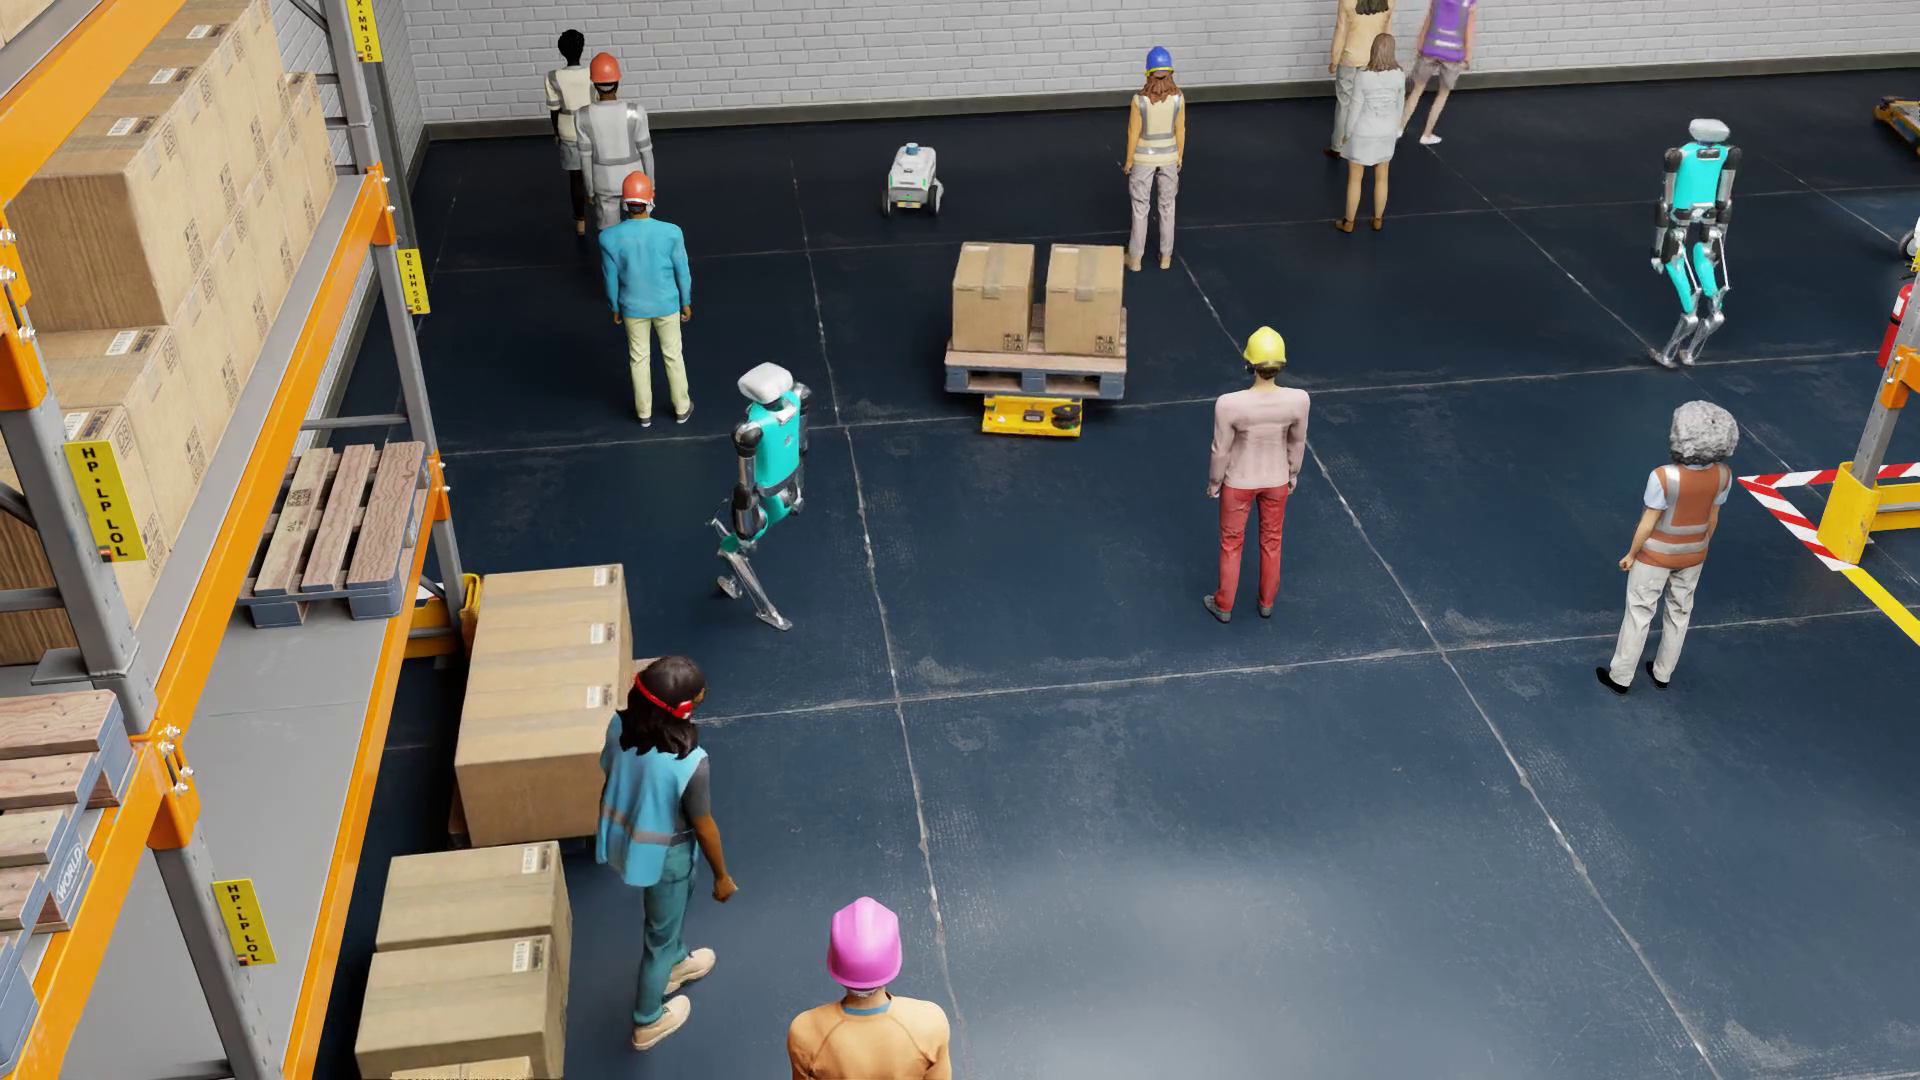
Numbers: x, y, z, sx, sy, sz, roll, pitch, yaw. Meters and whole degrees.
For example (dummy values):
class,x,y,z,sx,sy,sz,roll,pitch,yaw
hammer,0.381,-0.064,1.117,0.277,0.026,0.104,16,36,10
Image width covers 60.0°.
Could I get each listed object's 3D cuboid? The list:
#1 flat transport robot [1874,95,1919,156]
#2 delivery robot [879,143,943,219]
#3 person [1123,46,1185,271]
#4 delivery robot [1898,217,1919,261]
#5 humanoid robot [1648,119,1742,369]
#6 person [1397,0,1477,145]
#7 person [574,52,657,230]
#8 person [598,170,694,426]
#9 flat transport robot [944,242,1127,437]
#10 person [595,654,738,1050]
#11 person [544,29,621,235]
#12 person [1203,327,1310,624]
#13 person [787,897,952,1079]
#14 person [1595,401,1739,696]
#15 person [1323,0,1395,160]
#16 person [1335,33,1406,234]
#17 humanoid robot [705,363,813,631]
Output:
class,x,y,z,sx,sy,sz,roll,pitch,yaw
flat transport robot,9.307,-3.893,15.818,0.659,0.231,1.431,3,33,5
delivery robot,-0.415,-3.112,14.368,0.499,0.604,0.776,3,33,5
person,1.522,-2.972,13.025,0.462,1.779,0.305,-5,33,-7
delivery robot,8.006,-2.418,13.270,0.739,0.566,0.499,-5,33,-7
humanoid robot,5.088,-1.971,11.453,0.542,1.693,0.772,-3,33,-5
person,4.460,-4.515,15.498,0.629,1.655,0.360,21,38,28
person,-2.541,-2.662,12.404,0.543,1.940,0.348,-5,33,-7
person,-2.030,-1.566,10.892,0.561,1.751,0.324,-5,33,-7
flat transport robot,0.540,-1.146,11.609,0.659,0.231,1.431,3,33,5
person,-1.145,1.221,6.553,0.553,1.831,0.654,28,42,35
person,-3.088,-3.334,13.655,0.534,1.696,0.318,-5,33,-7
person,1.588,-0.331,8.989,0.524,1.770,0.304,-5,33,-7
person,-0.274,1.916,5.350,0.508,1.985,0.373,-5,33,-7
person,3.603,0.068,8.446,0.436,1.690,0.312,-5,33,-7
person,3.631,-4.375,15.090,0.553,1.877,0.414,-5,33,-7
person,3.389,-3.343,13.700,0.483,1.660,0.337,-5,33,-7
humanoid robot,-1.200,-0.205,8.871,0.950,1.803,0.593,21,39,29
